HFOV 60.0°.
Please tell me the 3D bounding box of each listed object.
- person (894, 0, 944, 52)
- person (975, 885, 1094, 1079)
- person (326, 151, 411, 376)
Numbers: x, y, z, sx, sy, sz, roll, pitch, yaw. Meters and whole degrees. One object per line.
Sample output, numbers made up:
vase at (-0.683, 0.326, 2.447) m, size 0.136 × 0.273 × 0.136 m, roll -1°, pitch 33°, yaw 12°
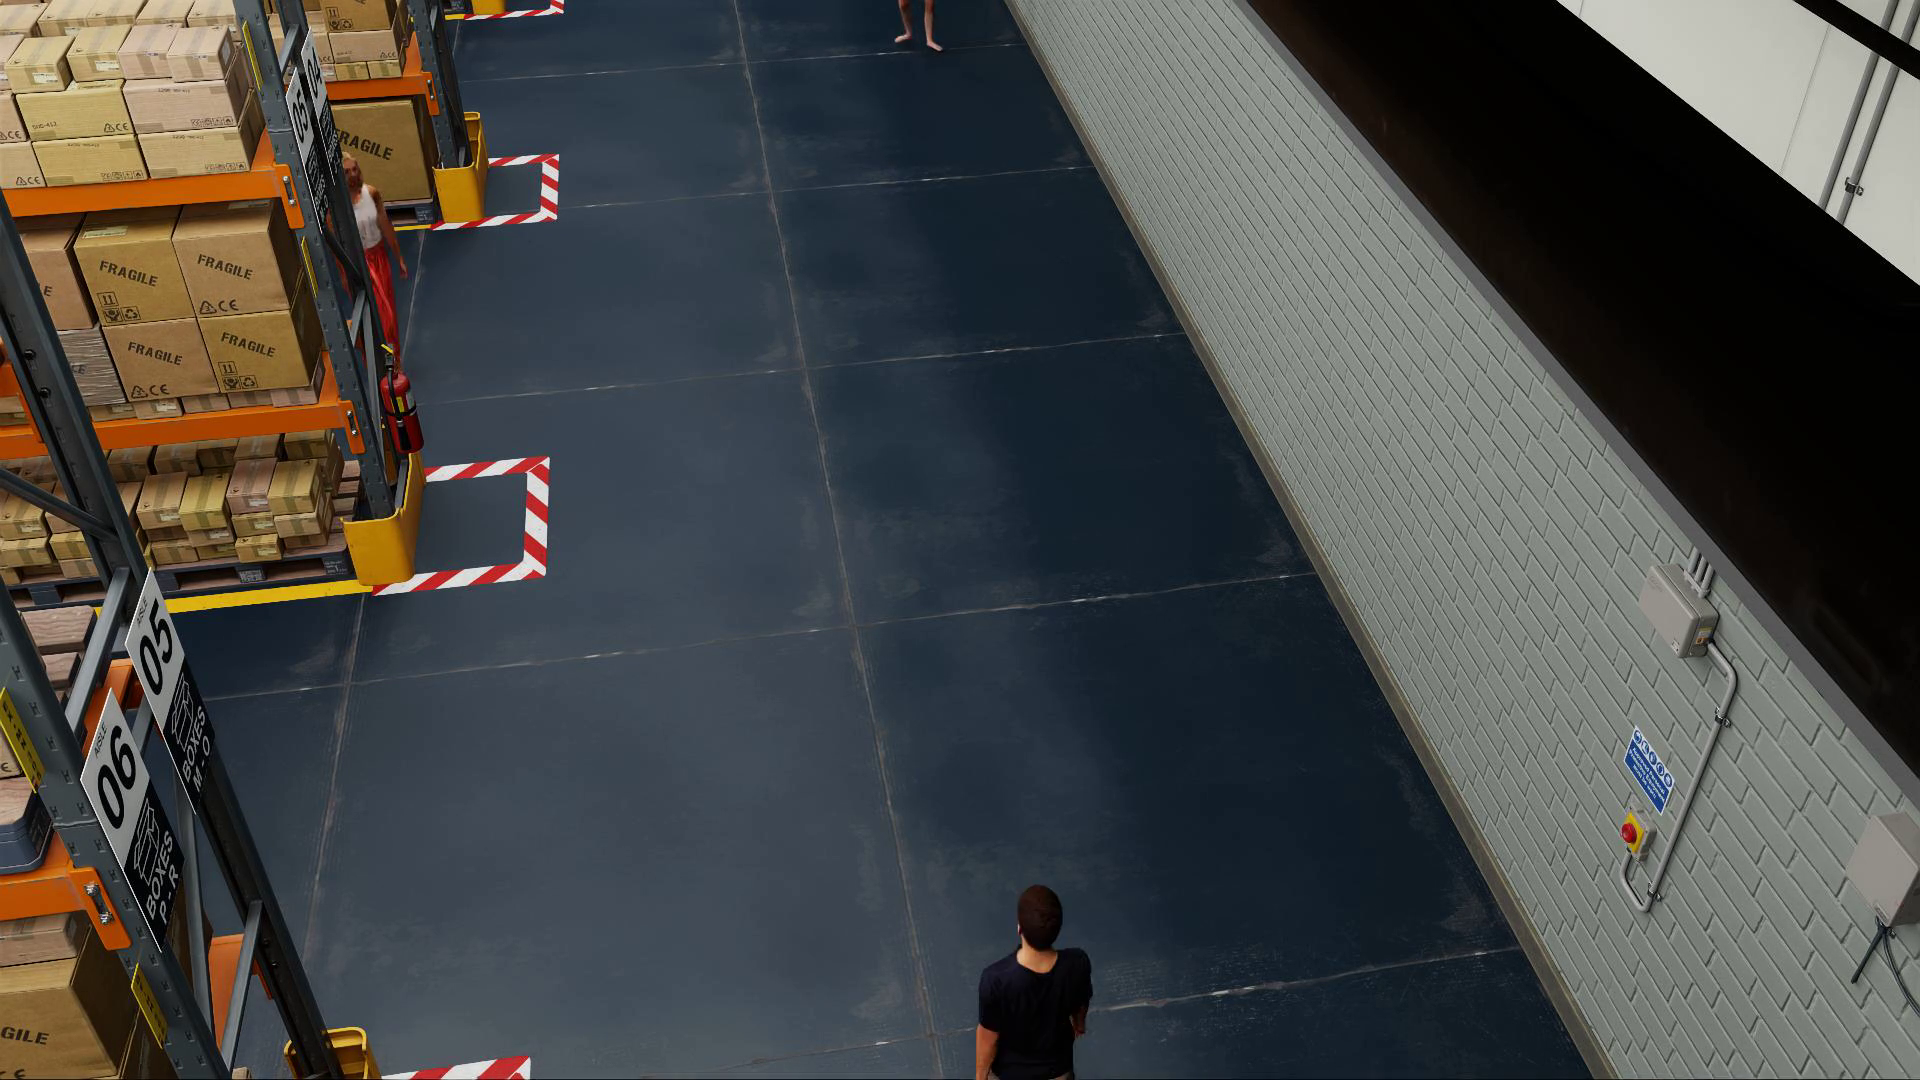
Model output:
person at (-0.369, -5.829, 16.994) m, size 0.616 × 1.640 × 0.811 m, roll -4°, pitch 38°, yaw -5°
person at (0.313, 2.148, 6.645) m, size 0.925 × 1.828 × 0.814 m, roll -10°, pitch 39°, yaw -13°
person at (-4.313, -1.977, 11.948) m, size 0.894 × 1.792 × 0.830 m, roll 21°, pitch 43°, yaw 25°
